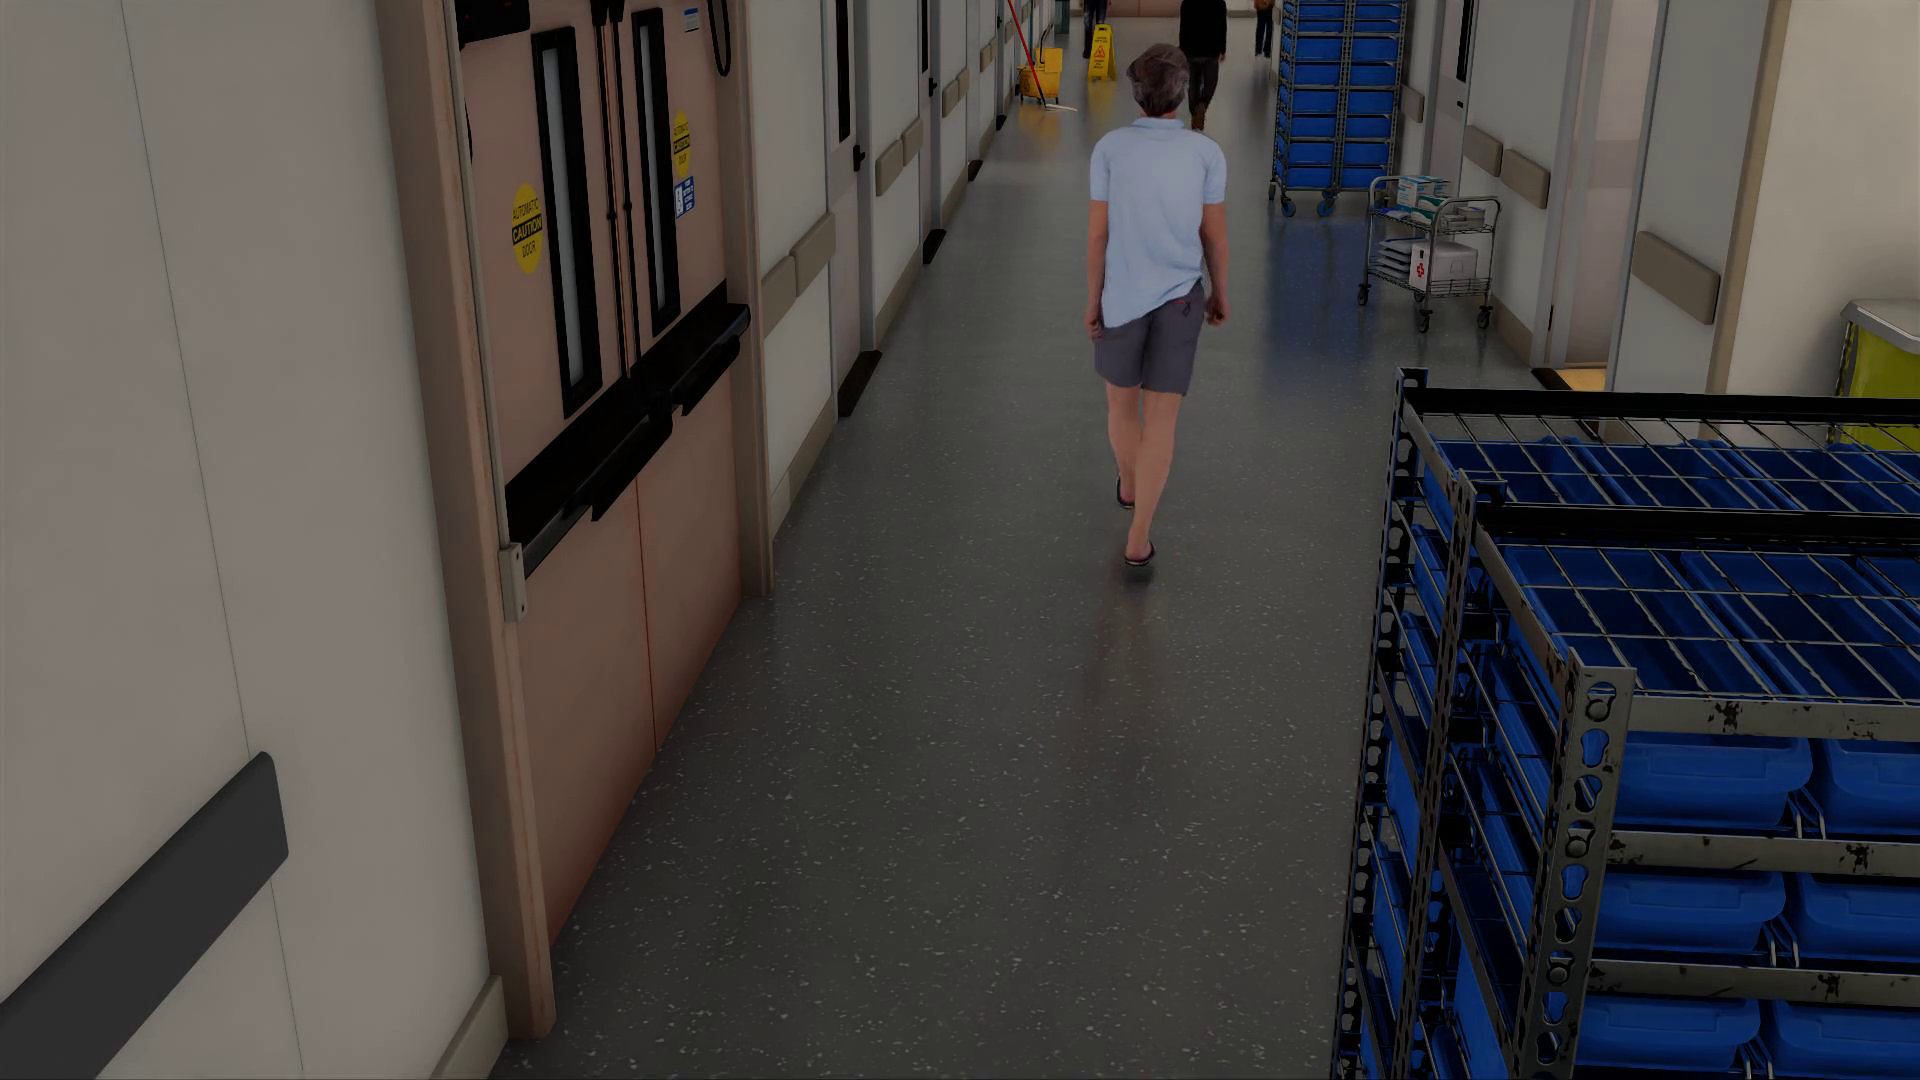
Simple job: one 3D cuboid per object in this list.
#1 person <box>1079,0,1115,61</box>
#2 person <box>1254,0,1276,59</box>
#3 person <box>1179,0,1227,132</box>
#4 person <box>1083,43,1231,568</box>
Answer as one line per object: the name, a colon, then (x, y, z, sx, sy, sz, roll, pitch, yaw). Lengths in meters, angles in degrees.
person: (2.155, -8.544, 26.244, 0.743, 1.880, 1.017, 3, 21, 7)
person: (4.891, -8.531, 26.305, 0.746, 1.772, 1.064, 4, 21, 11)
person: (2.582, -5.216, 17.702, 0.759, 1.705, 0.998, 6, 21, 15)
person: (0.666, -0.775, 5.869, 0.732, 1.783, 1.162, 4, 21, 9)
